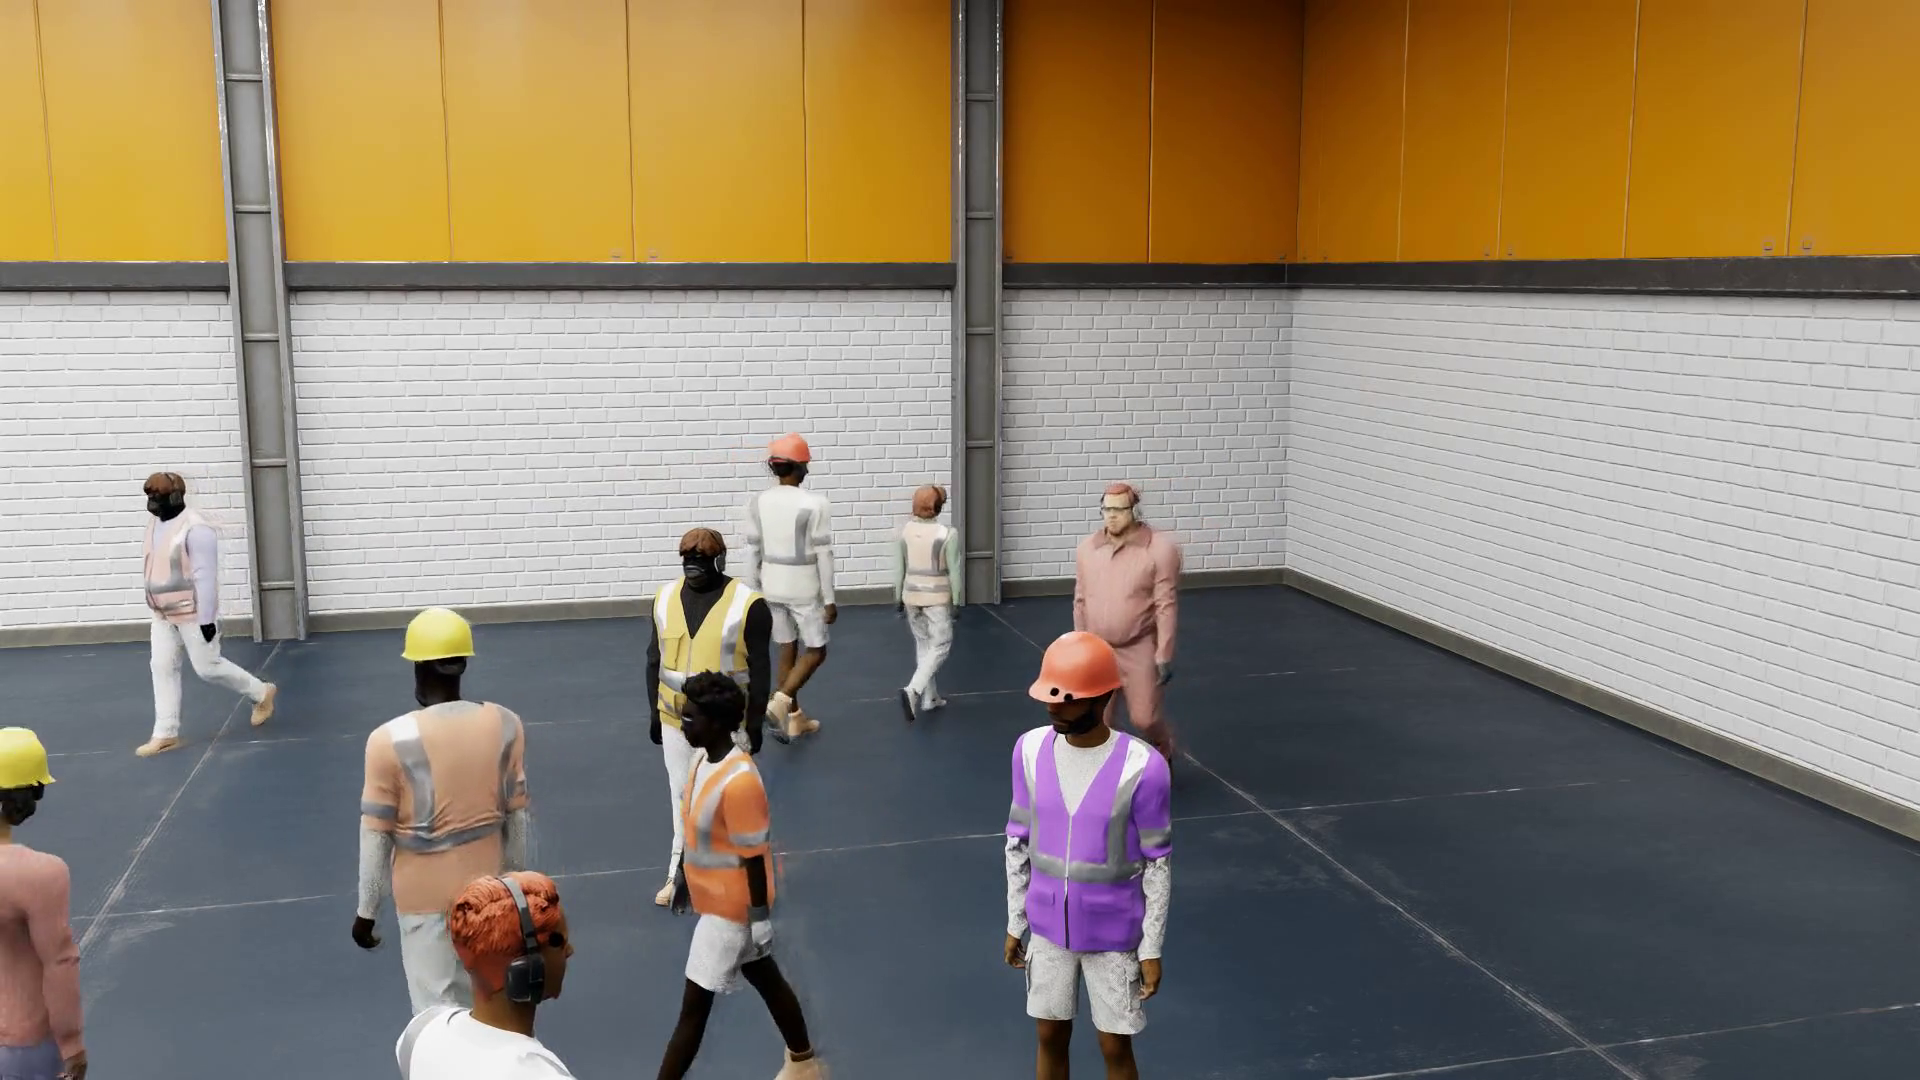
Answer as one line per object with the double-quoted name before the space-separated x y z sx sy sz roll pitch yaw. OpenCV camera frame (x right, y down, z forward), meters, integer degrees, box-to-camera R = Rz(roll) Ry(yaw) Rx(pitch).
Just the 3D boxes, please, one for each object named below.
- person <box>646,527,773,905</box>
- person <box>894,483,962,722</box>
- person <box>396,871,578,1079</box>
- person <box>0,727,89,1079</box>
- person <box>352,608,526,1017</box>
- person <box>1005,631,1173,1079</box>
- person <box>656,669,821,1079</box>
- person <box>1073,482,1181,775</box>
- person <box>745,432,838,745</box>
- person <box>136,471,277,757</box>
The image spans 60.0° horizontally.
"person" -1.214 0.850 7.957 0.626 1.844 0.429 2 9 14
"person" -0.246 0.427 11.305 0.523 1.620 0.668 6 11 31
"person" -0.872 1.572 3.322 0.584 1.882 0.349 8 12 41
"person" -2.795 1.420 4.720 0.538 1.735 0.688 2 9 12
"person" -1.730 1.182 5.724 0.842 1.899 0.599 7 11 37
"person" 0.386 1.231 5.285 0.552 1.933 0.368 5 10 27
"person" -0.886 1.272 5.901 0.881 1.641 0.550 -3 10 -21
"person" 0.943 0.595 9.417 0.651 1.888 0.753 4 10 26
"person" -1.099 0.331 10.612 0.623 2.030 0.664 5 10 28
"person" -4.885 0.435 10.675 0.641 1.811 0.839 6 11 32
